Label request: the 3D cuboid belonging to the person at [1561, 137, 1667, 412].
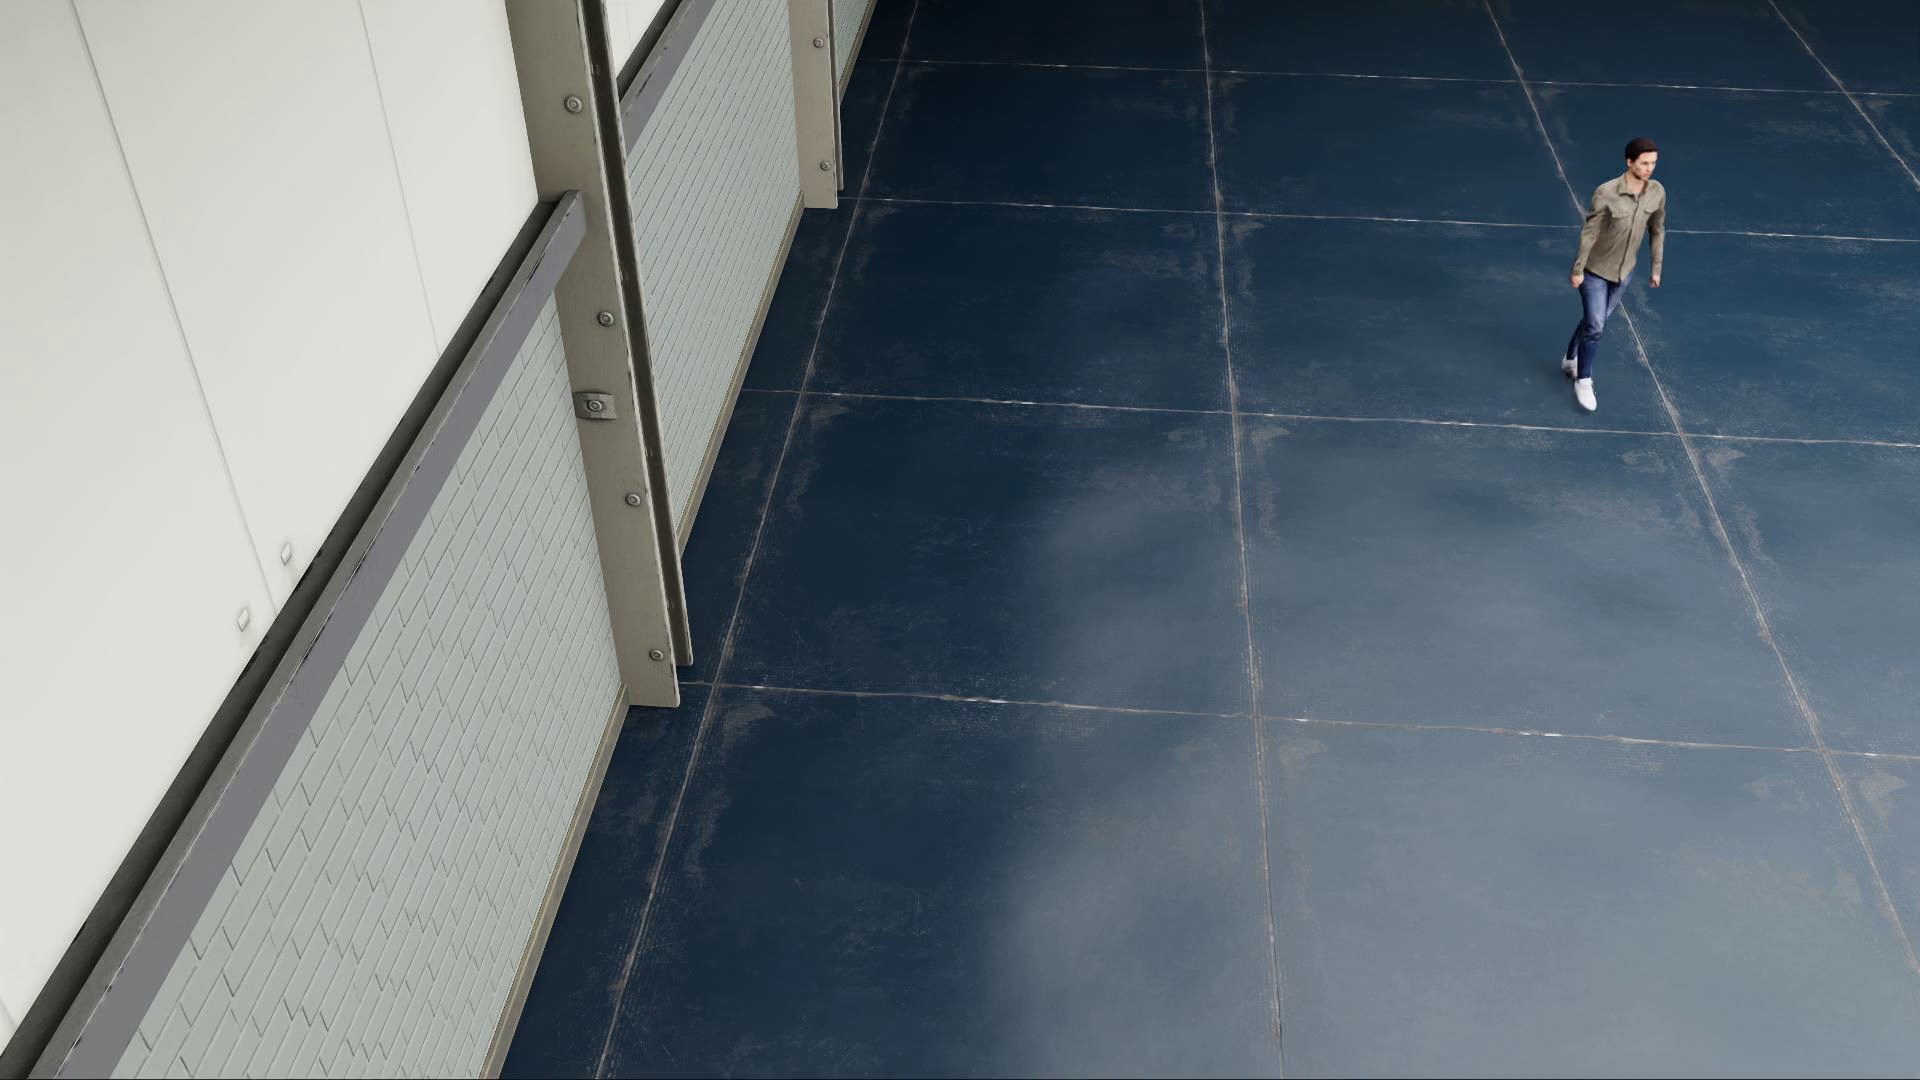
[{"bbox_3d":[4.325,-1.875,11.215,0.877,1.844,0.969,-10,39,-13],"label":"person"}]
